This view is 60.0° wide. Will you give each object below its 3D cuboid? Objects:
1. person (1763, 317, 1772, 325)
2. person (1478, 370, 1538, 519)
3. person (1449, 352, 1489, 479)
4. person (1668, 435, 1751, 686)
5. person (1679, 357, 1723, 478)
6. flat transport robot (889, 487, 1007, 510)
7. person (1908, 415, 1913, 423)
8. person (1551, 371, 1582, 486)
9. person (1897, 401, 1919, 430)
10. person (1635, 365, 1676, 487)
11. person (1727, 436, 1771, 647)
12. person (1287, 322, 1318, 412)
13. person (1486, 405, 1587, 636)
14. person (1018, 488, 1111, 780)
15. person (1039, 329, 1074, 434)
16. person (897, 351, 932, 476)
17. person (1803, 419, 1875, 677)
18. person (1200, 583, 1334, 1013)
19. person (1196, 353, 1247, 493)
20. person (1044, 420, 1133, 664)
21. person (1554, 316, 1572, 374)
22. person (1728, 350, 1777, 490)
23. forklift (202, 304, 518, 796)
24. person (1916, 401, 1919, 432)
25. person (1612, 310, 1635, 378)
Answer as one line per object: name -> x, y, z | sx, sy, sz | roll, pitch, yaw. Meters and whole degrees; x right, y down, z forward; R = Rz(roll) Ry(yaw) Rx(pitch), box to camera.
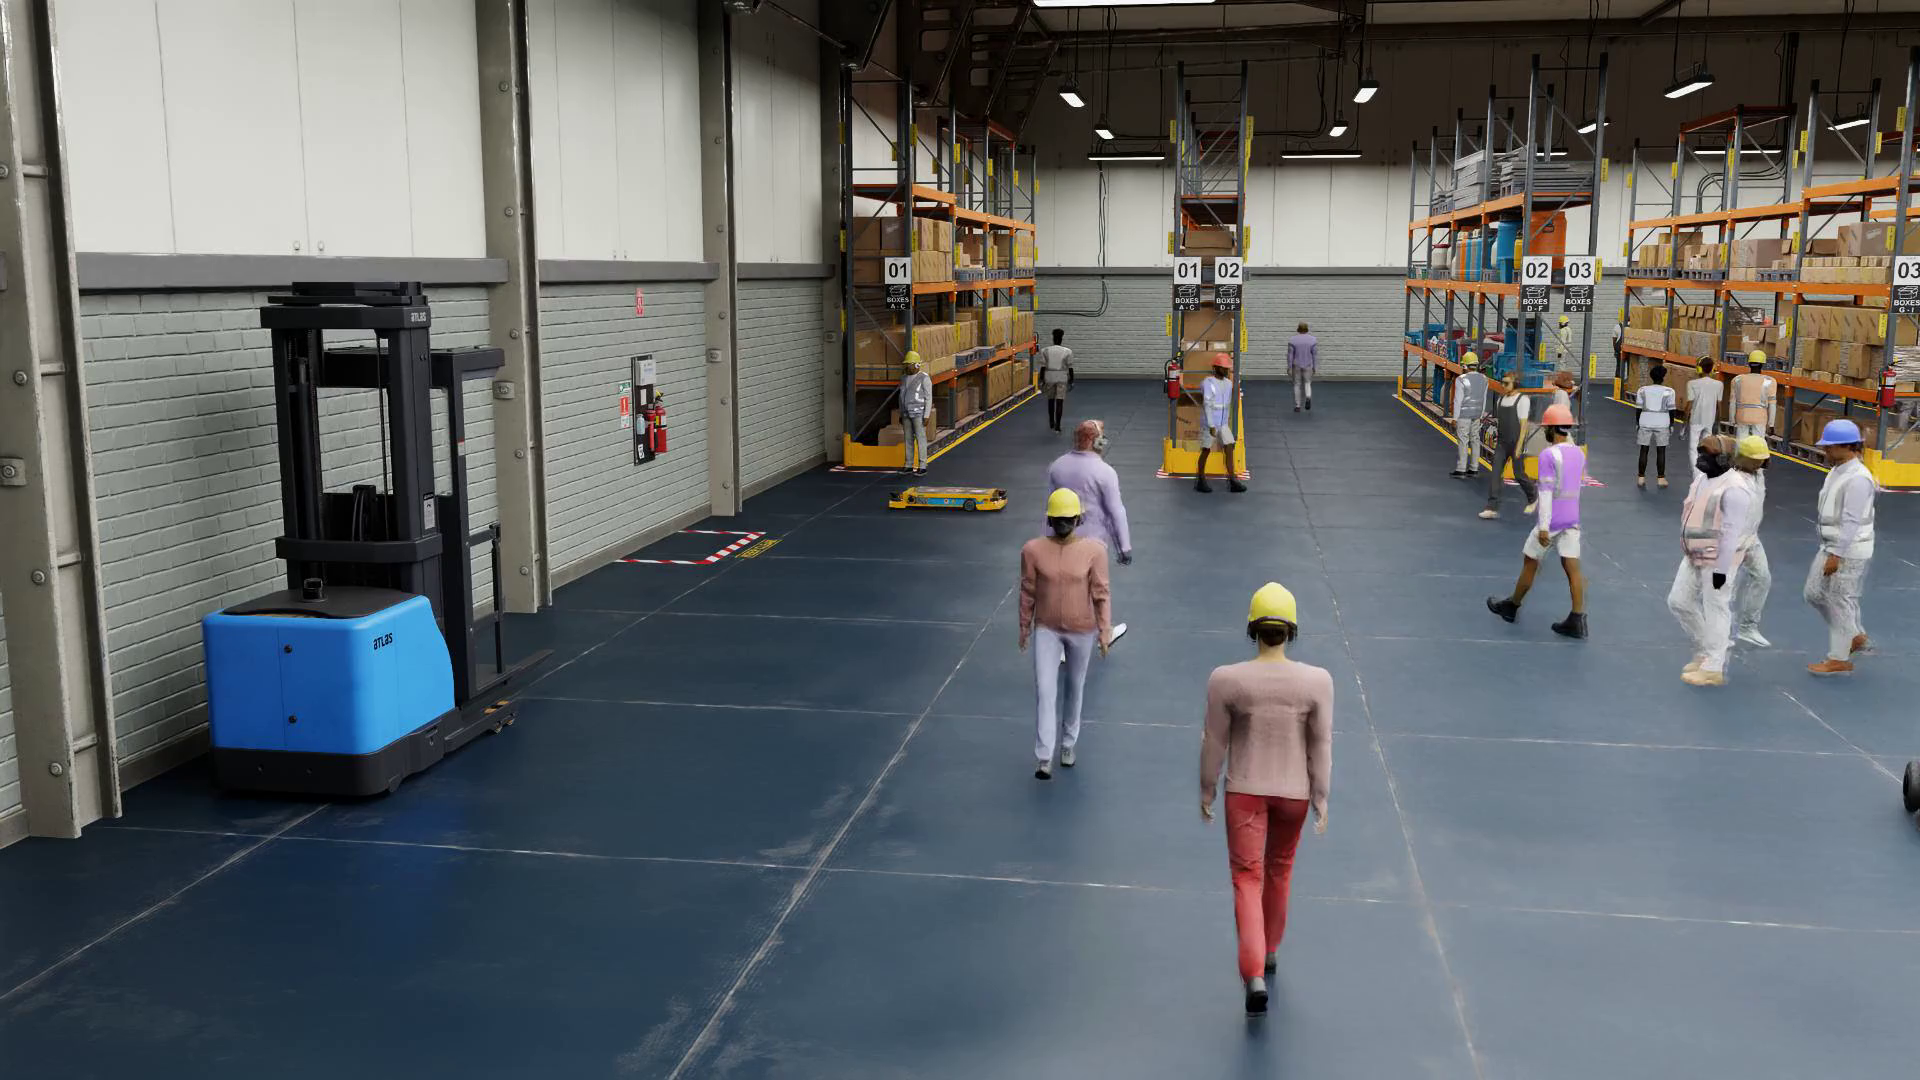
person -> 16.923, -3.680, 35.057 | 0.616, 2.039, 0.387 | 1, 9, 6
person -> 6.770, -1.175, 20.329 | 0.868, 1.816, 0.515 | -6, 11, -32
person -> 7.394, -1.820, 24.233 | 0.590, 1.833, 0.404 | -5, 10, -28
person -> 5.450, 0.149, 12.091 | 0.449, 1.829, 0.656 | 0, 9, -2
person -> 10.067, -1.548, 22.536 | 0.588, 1.852, 0.666 | -1, 9, -3
flat transport robot -> -0.145, -0.540, 21.271 | 1.431, 0.197, 0.652 | 1, 9, 9
person -> 18.864, -3.272, 32.767 | 0.662, 1.961, 0.855 | 2, 9, 12
person -> 8.457, -1.540, 23.166 | 0.625, 1.611, 0.520 | 2, 9, 11
person -> 16.569, -2.637, 29.041 | 0.546, 1.939, 0.635 | -3, 10, -20
person -> 9.706, -1.591, 23.235 | 0.540, 1.695, 0.317 | 6, 11, 35
person -> 6.268, 0.016, 13.285 | 0.496, 1.707, 0.607 | -6, 11, -32
person -> 7.304, -3.702, 35.569 | 0.631, 1.928, 0.468 | 0, 9, 1
person -> 4.922, -0.185, 13.957 | 0.576, 1.889, 0.959 | -5, 11, -30
person -> 0.615, 0.560, 9.851 | 0.551, 1.721, 0.868 | 1, 9, 5
person -> 1.827, -2.970, 31.043 | 0.636, 1.923, 0.922 | 2, 9, 13
person -> -0.688, -1.861, 24.480 | 0.599, 1.830, 0.404 | 8, 12, 42
person -> 6.535, 0.063, 12.341 | 0.467, 1.924, 0.610 | 1, 9, 7
person -> 1.268, 1.044, 6.872 | 0.529, 1.736, 0.843 | 1, 9, 3
person -> 3.536, -1.564, 22.469 | 0.554, 1.895, 0.943 | -5, 11, -29
person -> 1.037, 0.002, 12.903 | 0.975, 1.857, 0.669 | -8, 12, -39
person -> 15.793, -4.959, 43.597 | 0.404, 1.828, 0.602 | 6, 11, 34
person -> 10.840, -1.630, 22.765 | 0.594, 1.926, 0.366 | 6, 11, 34
forklift -> -3.673, -0.038, 10.147 | 1.129, 2.768, 1.873 | 1, 9, 9
person -> 17.563, -2.775, 30.042 | 0.594, 1.856, 0.745 | 0, 9, 0
person -> 16.805, -4.763, 41.870 | 0.672, 2.000, 0.536 | 9, 13, 42
